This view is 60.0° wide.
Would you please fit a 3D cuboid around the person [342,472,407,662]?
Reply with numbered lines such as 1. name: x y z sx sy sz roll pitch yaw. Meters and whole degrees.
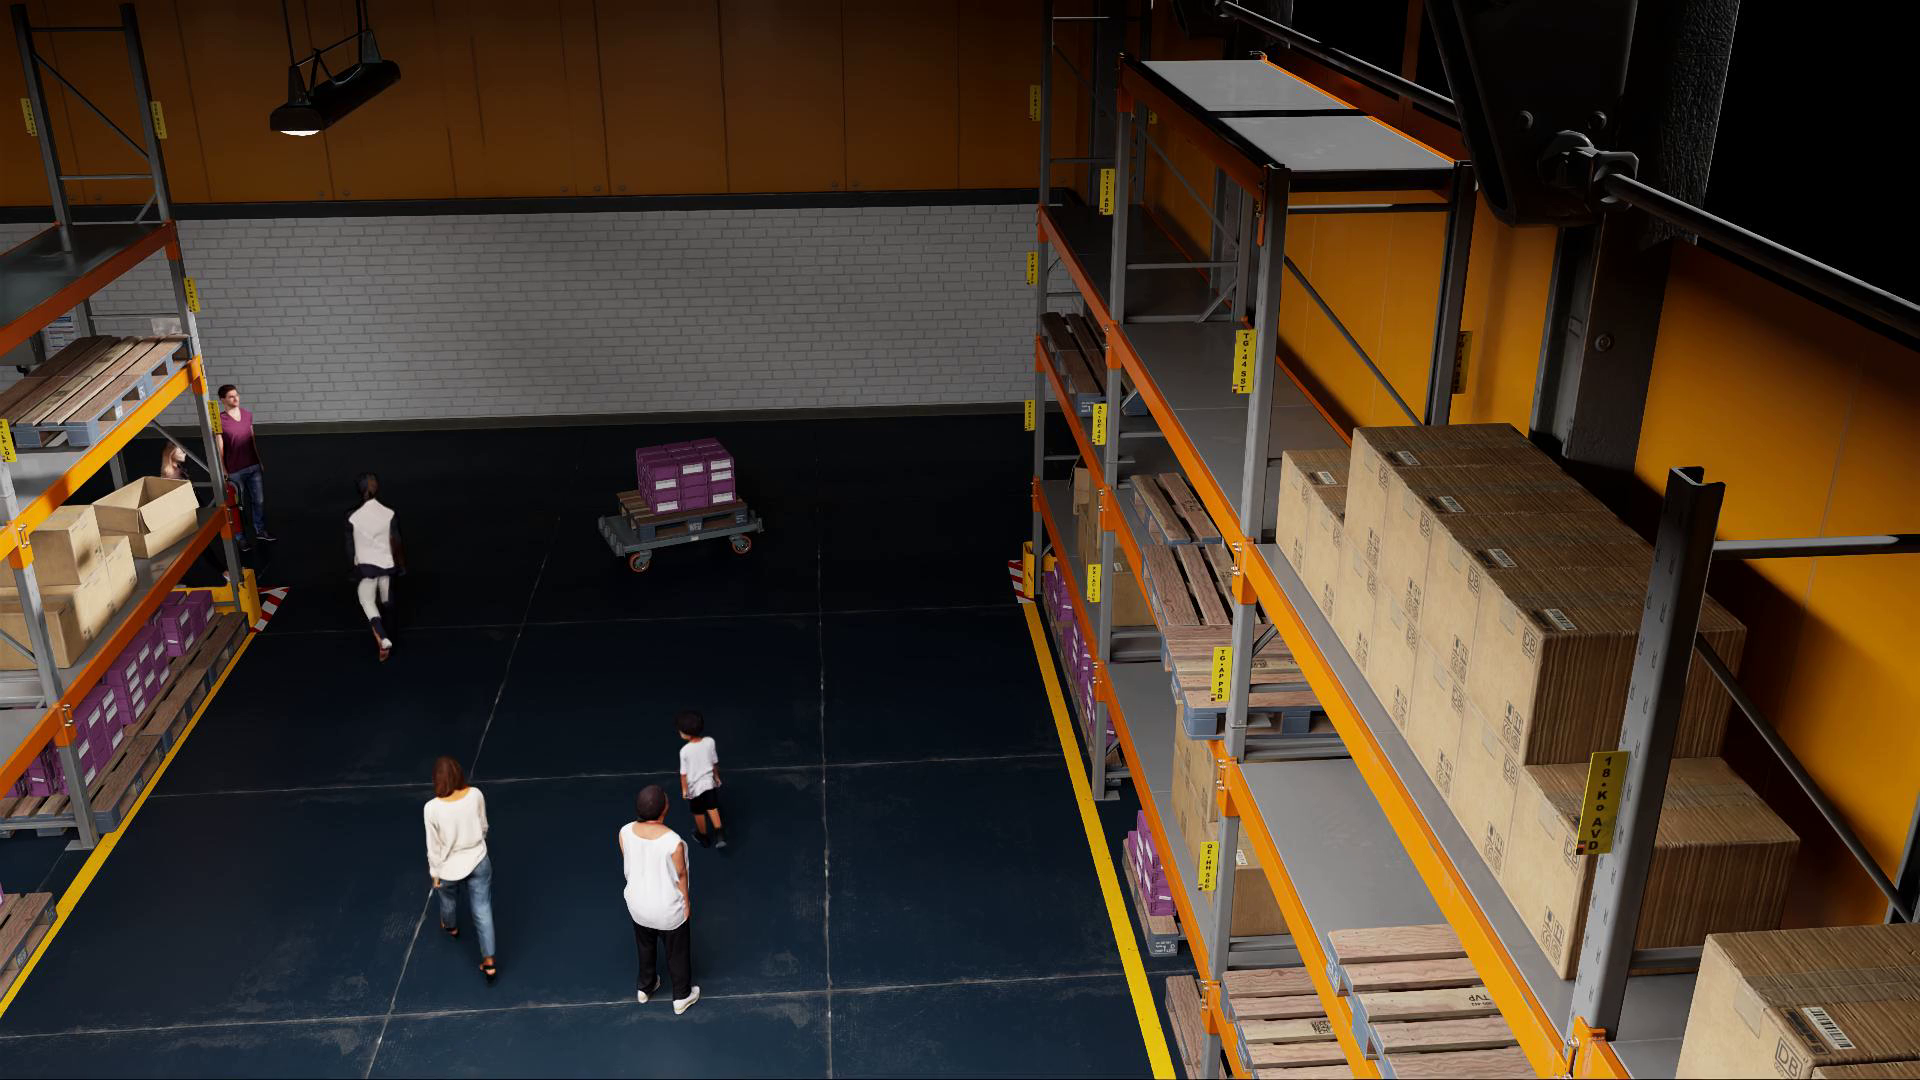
1. person: -5.519 0.291 15.744 0.899 1.882 1.040 -11 26 -24

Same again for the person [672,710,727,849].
1. person: -1.985 1.891 12.881 0.680 1.244 0.782 -15 28 -30

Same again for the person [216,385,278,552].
1. person: -7.932 -0.832 18.342 0.802 1.859 0.710 15 27 30

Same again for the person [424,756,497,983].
1. person: -3.397 2.290 11.476 0.948 1.639 1.169 -14 27 -29

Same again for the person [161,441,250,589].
1. person: -8.125 -0.195 17.149 0.914 1.648 1.123 -10 25 -21

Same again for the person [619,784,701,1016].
1. person: -2.021 2.396 11.179 0.759 1.683 0.779 10 26 23
